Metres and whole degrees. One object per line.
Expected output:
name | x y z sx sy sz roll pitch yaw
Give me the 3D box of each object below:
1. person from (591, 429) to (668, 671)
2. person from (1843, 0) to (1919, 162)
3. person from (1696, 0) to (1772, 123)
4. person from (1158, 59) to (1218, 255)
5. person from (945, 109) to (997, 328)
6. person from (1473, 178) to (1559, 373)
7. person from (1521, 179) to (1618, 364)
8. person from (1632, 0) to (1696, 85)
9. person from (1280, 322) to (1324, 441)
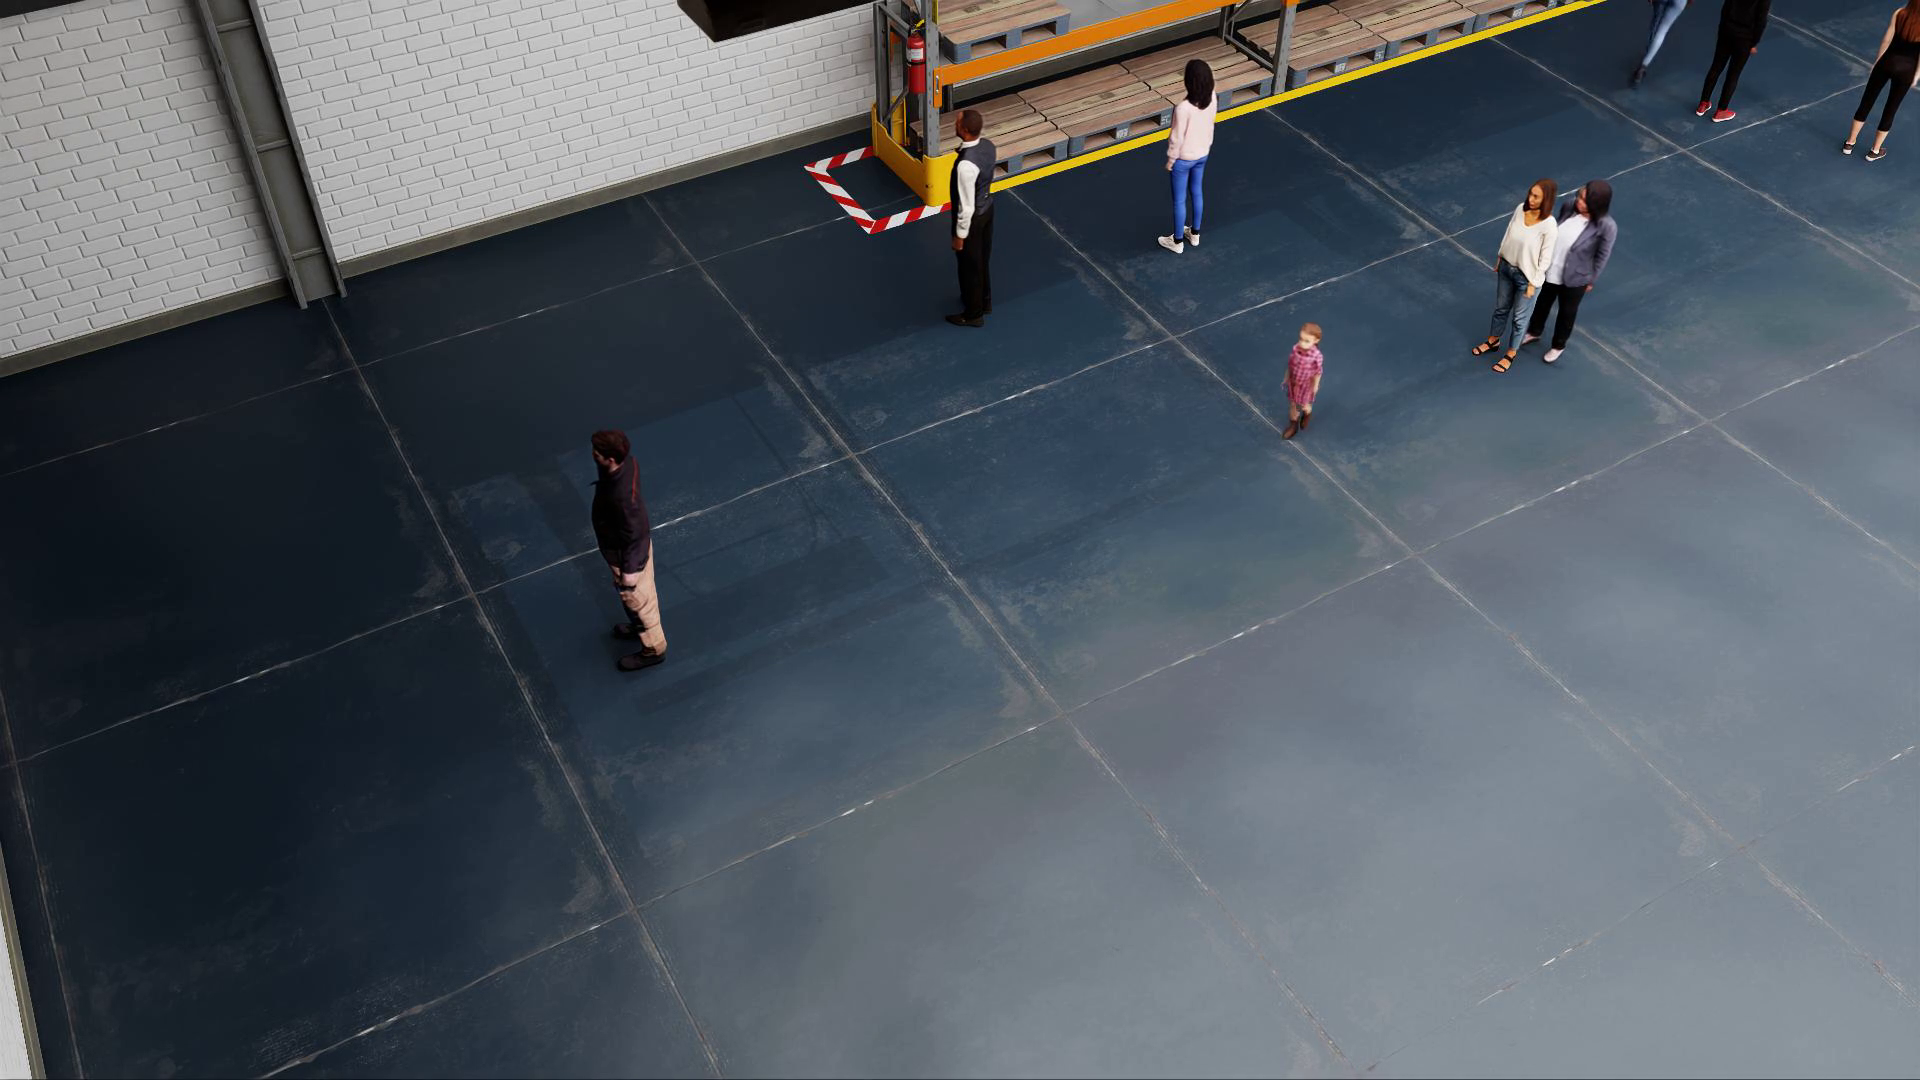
person | -2.117 0.049 10.622 0.727 1.924 0.767 -7 44 -8
person | 8.642 -4.350 15.383 0.622 1.726 0.608 31 52 28
person | 7.440 -4.822 15.916 0.572 1.674 0.621 -29 51 -27
person | 1.965 -3.279 14.228 0.508 1.768 0.730 -27 50 -25
person | 0.100 -2.587 13.394 0.843 1.917 0.743 16 46 16
person | 4.410 -2.101 13.054 0.523 1.683 0.606 -21 47 -21
person | 4.819 -2.156 13.171 0.677 1.601 0.694 -27 50 -25
person | 7.011 -5.326 16.449 0.960 1.669 1.216 21 48 21
person | 2.618 -1.231 12.626 0.510 1.014 0.588 29 51 27
